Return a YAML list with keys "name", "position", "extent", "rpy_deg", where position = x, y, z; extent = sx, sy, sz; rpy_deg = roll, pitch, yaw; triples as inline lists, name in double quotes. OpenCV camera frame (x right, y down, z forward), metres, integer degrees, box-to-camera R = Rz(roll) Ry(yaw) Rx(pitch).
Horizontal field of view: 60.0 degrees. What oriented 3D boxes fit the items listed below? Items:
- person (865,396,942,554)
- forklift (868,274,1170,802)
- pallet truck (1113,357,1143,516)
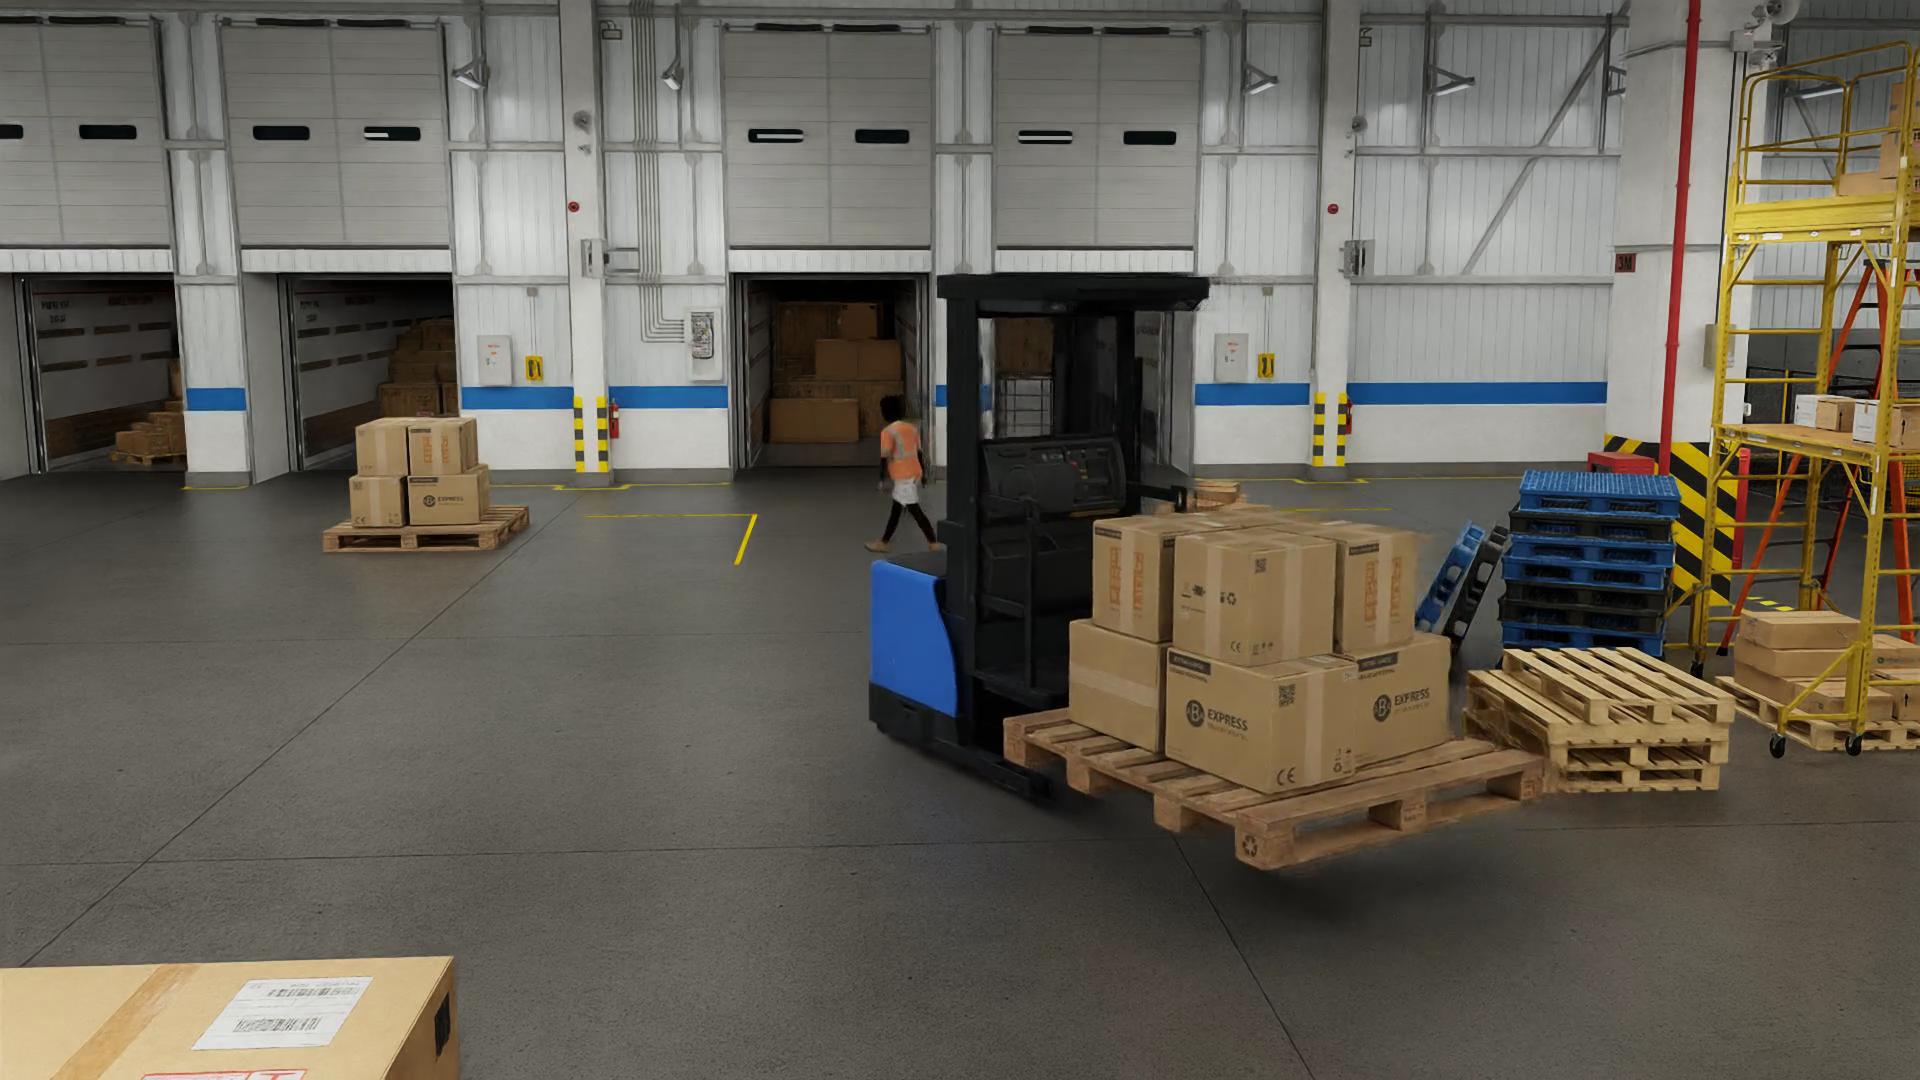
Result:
- name: "person"
  position: [-0.535, -0.623, 16.596]
  extent: [0.942, 1.626, 0.537]
  rpy_deg: [5, 10, 29]
- name: "forklift"
  position: [0.336, -0.142, 9.636]
  extent: [1.129, 2.768, 1.873]
  rpy_deg: [-6, 11, -32]
- name: "pallet truck"
  position: [2.088, -0.836, 16.757]
  extent: [1.885, 1.965, 0.823]
  rpy_deg: [2, 9, 13]
